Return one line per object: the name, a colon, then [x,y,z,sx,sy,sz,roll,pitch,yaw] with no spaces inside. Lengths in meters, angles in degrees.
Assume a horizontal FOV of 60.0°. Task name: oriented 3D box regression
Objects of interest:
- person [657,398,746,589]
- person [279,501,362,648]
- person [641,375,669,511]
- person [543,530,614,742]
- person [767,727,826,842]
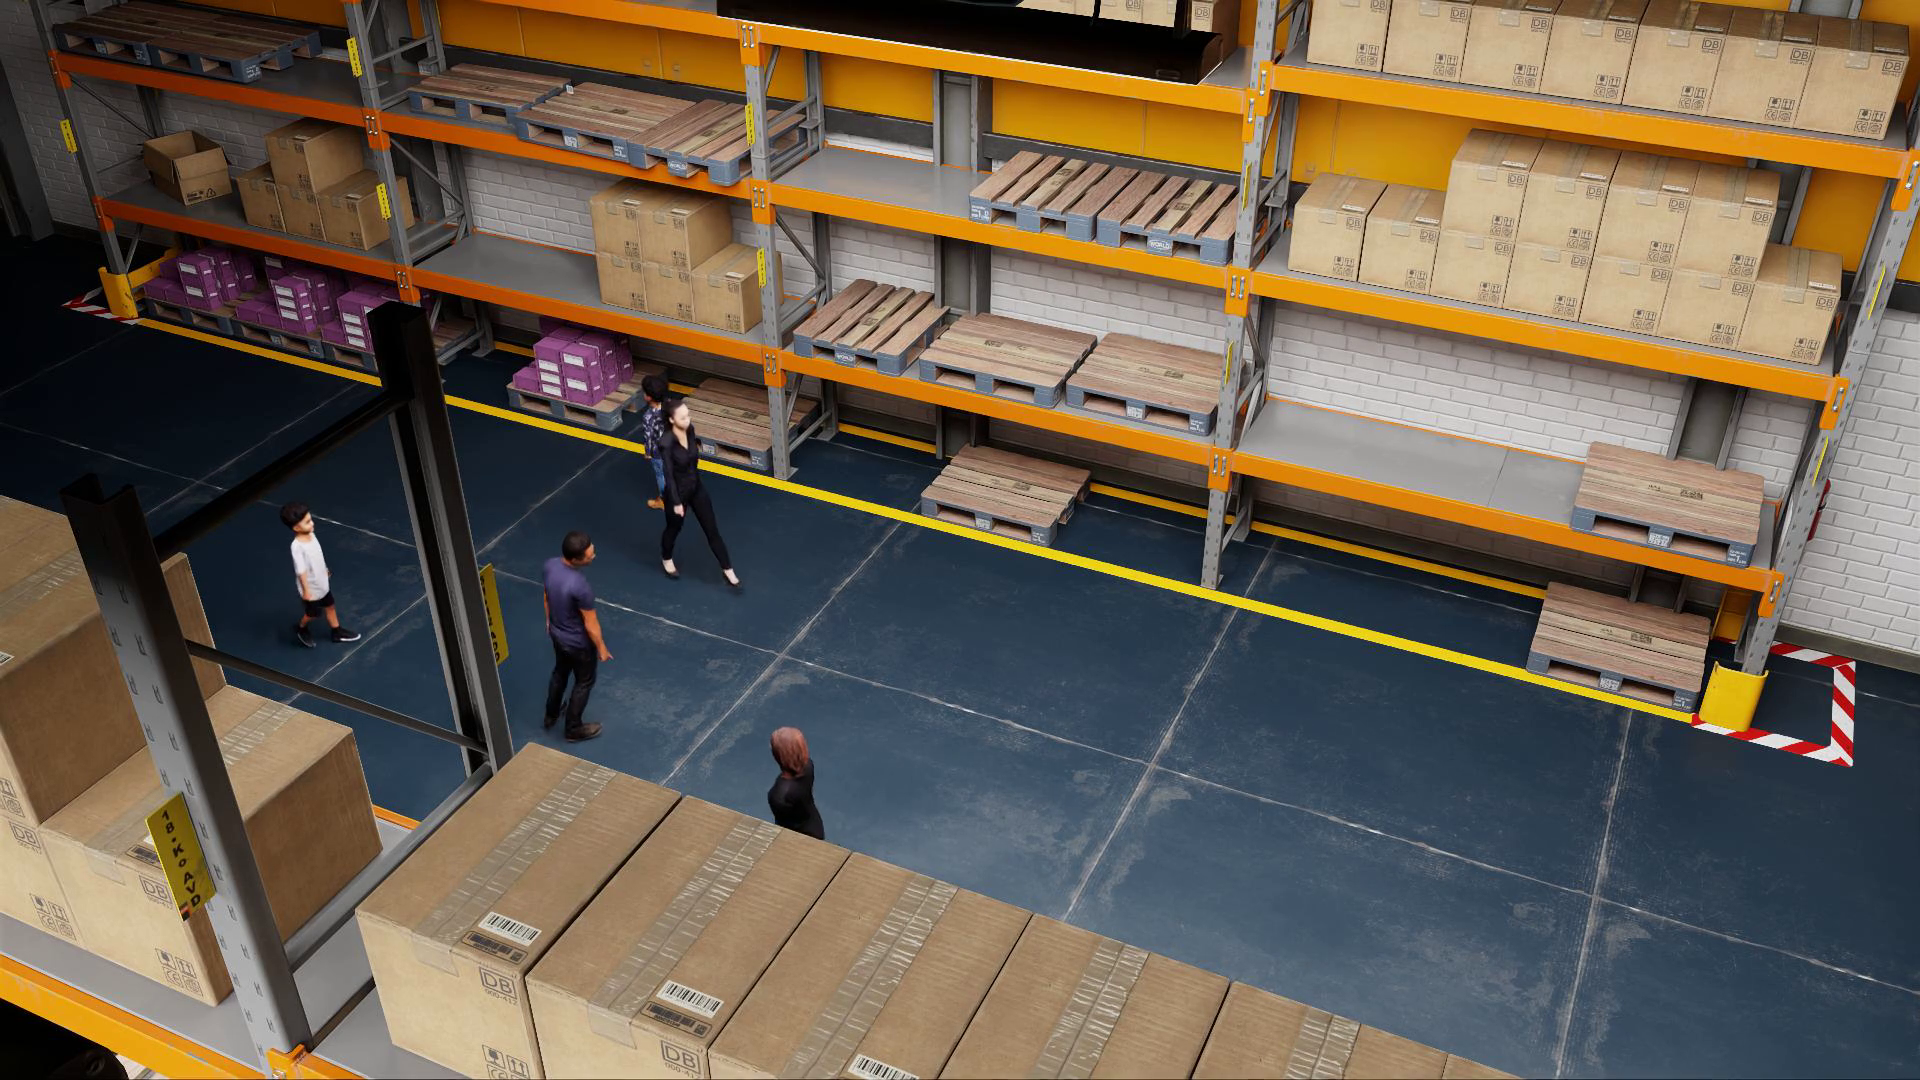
person: [-2.246,-0.361,13.122,1.075,1.665,0.708,20,38,27]
person: [-4.929,0.276,12.538,0.763,1.252,0.638,3,34,5]
person: [-2.577,-0.842,14.220,0.486,1.250,0.498,13,36,19]
person: [-2.726,0.685,11.480,0.641,1.741,0.933,16,37,22]
person: [-0.870,1.805,9.838,0.700,1.693,0.605,13,36,18]
